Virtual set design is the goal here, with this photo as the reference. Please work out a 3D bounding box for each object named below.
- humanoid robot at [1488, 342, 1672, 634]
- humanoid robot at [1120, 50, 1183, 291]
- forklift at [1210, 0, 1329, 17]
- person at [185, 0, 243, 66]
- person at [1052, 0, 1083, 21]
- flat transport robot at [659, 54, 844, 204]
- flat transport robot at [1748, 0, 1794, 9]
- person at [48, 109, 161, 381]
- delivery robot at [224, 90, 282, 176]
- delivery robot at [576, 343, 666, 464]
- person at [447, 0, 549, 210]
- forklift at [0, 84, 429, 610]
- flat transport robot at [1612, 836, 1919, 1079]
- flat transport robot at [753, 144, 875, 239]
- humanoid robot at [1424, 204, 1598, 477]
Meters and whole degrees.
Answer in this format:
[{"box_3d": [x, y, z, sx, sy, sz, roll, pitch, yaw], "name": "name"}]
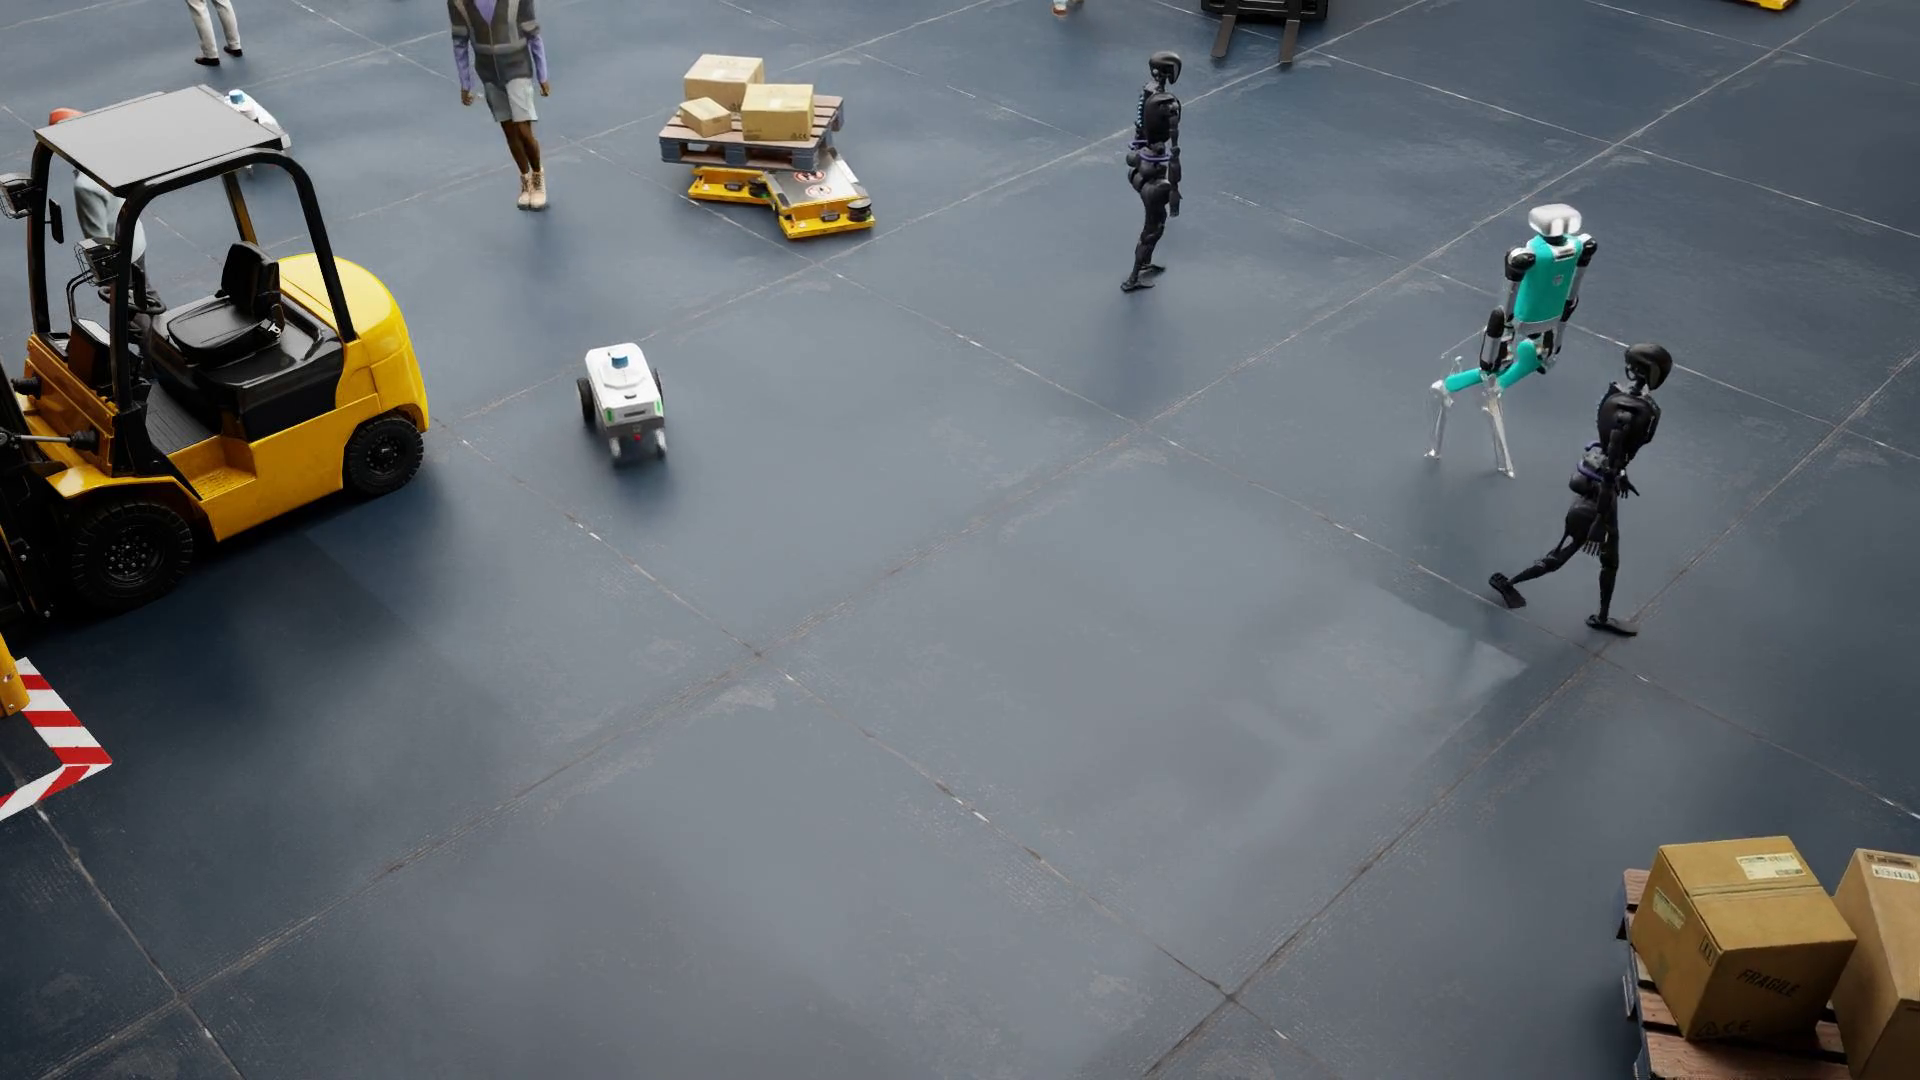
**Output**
[{"box_3d": [3.138, -0.265, 8.219, 0.766, 1.636, 0.602, 19, 41, 24], "name": "humanoid robot"}, {"box_3d": [1.301, -2.460, 11.114, 0.426, 1.644, 0.613, -13, 39, -17], "name": "humanoid robot"}, {"box_3d": [3.106, -6.400, 15.960, 1.214, 2.155, 2.313, 8, 37, 10], "name": "forklift"}, {"box_3d": [-6.675, -5.039, 14.477, 0.387, 1.784, 0.537, 21, 42, 26], "name": "person"}, {"box_3d": [1.022, -5.912, 15.545, 0.659, 1.891, 0.895, 4, 37, 6], "name": "person"}, {"box_3d": [-1.600, -3.025, 13.045, 0.659, 0.231, 1.431, 6, 37, 8], "name": "flat transport robot"}, {"box_3d": [7.528, -5.558, 16.437, 1.431, 0.231, 0.659, 27, 44, 31], "name": "flat transport robot"}, {"box_3d": [-5.183, -1.799, 10.173, 0.352, 1.742, 0.572, -4, 37, -5], "name": "person"}, {"box_3d": [-5.647, -3.246, 13.119, 0.499, 0.613, 0.797, -25, 43, -29], "name": "delivery robot"}, {"box_3d": [-1.998, -0.871, 9.898, 0.499, 0.565, 0.745, -12, 39, -16], "name": "delivery robot"}, {"box_3d": [-3.317, -3.338, 12.003, 0.623, 2.020, 0.511, 2, 37, 3], "name": "person"}, {"box_3d": [-4.145, -1.093, 8.856, 2.313, 2.155, 1.214, -31, 47, -34], "name": "forklift"}, {"box_3d": [3.151, 1.934, 6.408, 0.659, 0.231, 1.431, 7, 37, 10], "name": "flat transport robot"}, {"box_3d": [-1.161, -2.695, 12.604, 0.659, 0.231, 1.431, -12, 38, -15], "name": "flat transport robot"}, {"box_3d": [3.003, -1.140, 9.351, 0.530, 1.807, 0.805, -14, 39, -18], "name": "humanoid robot"}]
